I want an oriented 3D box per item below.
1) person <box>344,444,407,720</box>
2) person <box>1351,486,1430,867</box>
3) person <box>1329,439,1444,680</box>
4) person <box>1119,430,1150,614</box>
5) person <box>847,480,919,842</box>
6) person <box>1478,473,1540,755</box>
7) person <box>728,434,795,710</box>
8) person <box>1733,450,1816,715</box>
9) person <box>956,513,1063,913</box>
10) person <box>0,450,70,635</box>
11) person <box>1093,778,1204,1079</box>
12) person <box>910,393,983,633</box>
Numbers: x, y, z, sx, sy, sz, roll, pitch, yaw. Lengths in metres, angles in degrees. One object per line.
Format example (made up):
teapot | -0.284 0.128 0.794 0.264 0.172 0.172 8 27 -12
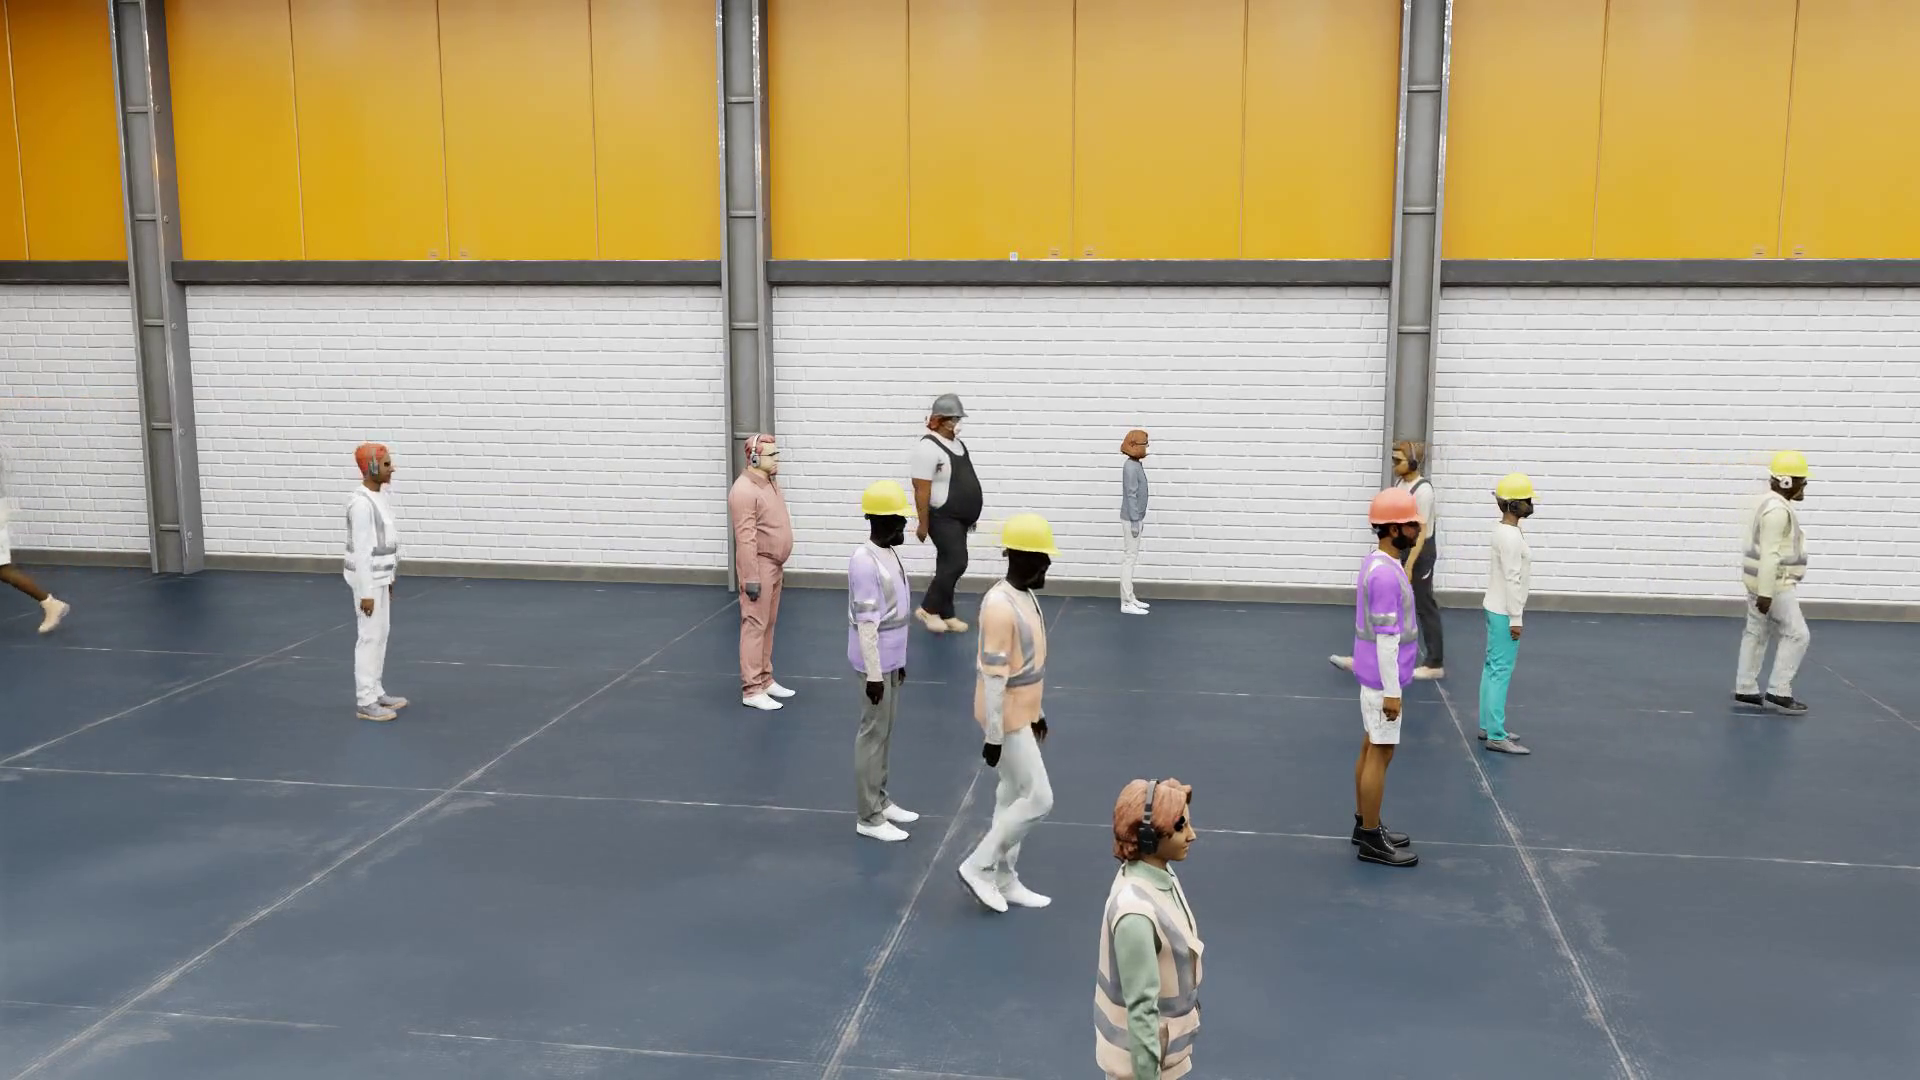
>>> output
person | -3.989 0.287 11.273 0.345 1.871 0.615 -1 9 -7
person | 2.200 0.690 8.546 0.350 1.942 0.545 1 9 9
person | 3.197 0.163 12.228 0.934 1.798 0.536 -2 9 -12
person | 1.557 -0.166 14.773 0.282 1.633 0.500 1 9 9
person | -0.411 0.635 8.931 0.367 1.927 0.587 1 9 9
person | 3.472 0.456 10.523 0.305 1.772 0.525 1 9 9
person | -1.364 0.212 11.600 0.409 1.909 0.642 1 9 9
person | 5.652 0.293 11.383 0.600 1.809 0.622 3 10 18
person | 0.276 0.820 7.845 0.409 1.909 0.582 1 9 8
person | -7.906 -0.162 13.602 0.923 2.017 0.610 -9 13 -44
person | 0.526 1.466 4.689 0.308 1.641 0.514 1 9 9
person | -0.074 -0.225 13.884 0.539 2.000 0.688 3 10 18
